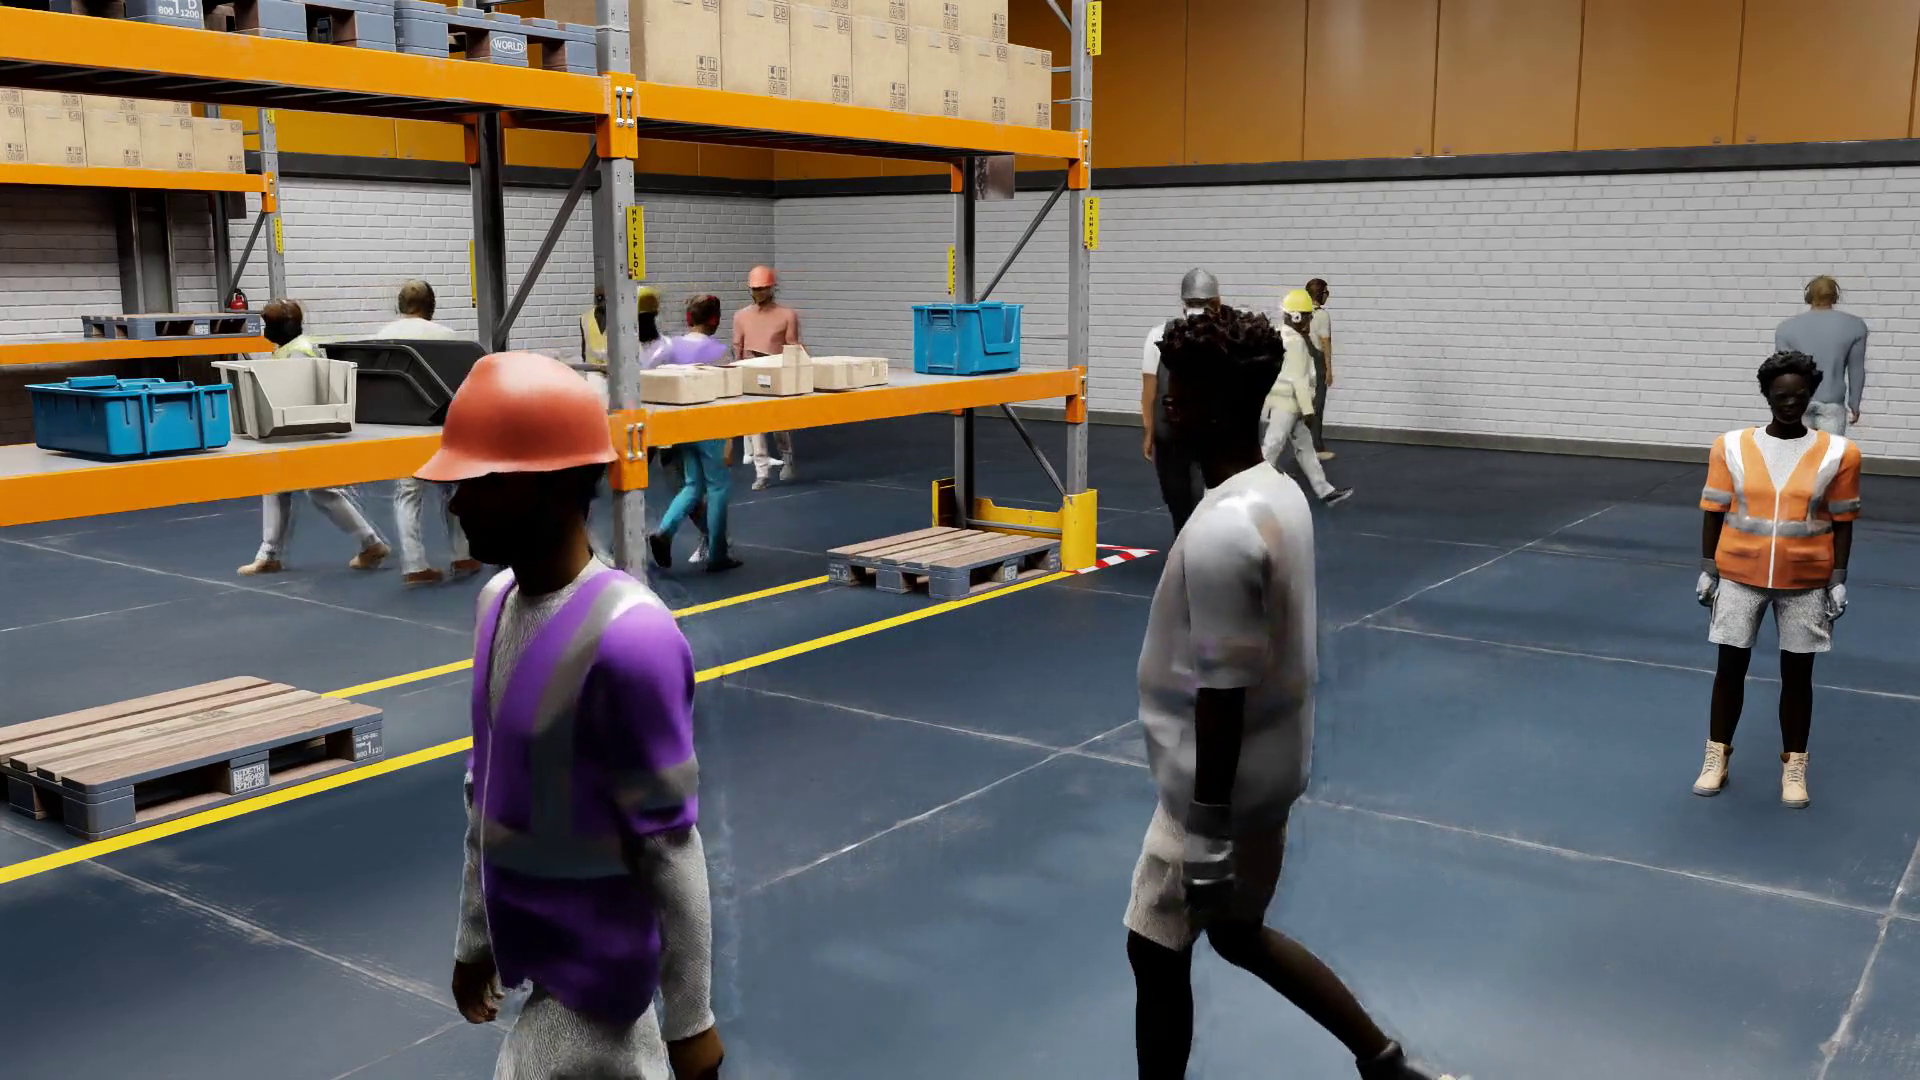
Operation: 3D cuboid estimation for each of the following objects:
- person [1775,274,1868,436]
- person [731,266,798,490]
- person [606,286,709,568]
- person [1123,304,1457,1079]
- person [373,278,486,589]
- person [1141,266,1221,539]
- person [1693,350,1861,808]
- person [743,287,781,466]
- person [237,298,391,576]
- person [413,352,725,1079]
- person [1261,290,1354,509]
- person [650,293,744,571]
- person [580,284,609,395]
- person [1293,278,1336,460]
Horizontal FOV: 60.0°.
[{"bbox_3d":[6.496,-1.049,12.624,0.642,1.927,0.645,4,10,23],"label":"person"},{"bbox_3d":[-1.726,-1.431,14.736,0.627,1.977,0.471,3,10,15],"label":"person"},{"bbox_3d":[-1.966,-0.728,10.910,1.006,1.871,0.592,-9,13,-44],"label":"person"},{"bbox_3d":[0.617,0.482,3.468,0.820,1.942,0.613,4,10,22],"label":"person"},{"bbox_3d":[-3.337,-0.679,10.477,0.641,1.903,0.816,2,10,13],"label":"person"},{"bbox_3d":[1.471,-0.722,10.340,0.680,2.000,0.975,4,10,21],"label":"person"},{"bbox_3d":[3.028,0.145,6.199,0.541,1.697,0.316,5,11,29],"label":"person"},{"bbox_3d":[-1.984,-1.667,16.494,0.323,1.865,0.518,-6,11,-31],"label":"person"},{"bbox_3d":[-4.171,-0.653,10.693,0.886,1.801,0.638,-5,11,-30],"label":"person"},{"bbox_3d":[-0.634,0.643,2.677,1.022,1.885,0.562,-7,12,-35],"label":"person"},{"bbox_3d":[2.730,-1.103,13.358,0.933,1.777,0.622,1,10,4],"label":"person"},{"bbox_3d":[-1.698,-0.674,10.706,0.592,1.818,0.593,6,12,34],"label":"person"},{"bbox_3d":[-3.647,-1.780,17.402,0.629,1.798,0.967,1,10,5],"label":"person"},{"bbox_3d":[3.613,-1.737,16.968,0.345,1.846,0.508,-5,11,-29],"label":"person"}]
